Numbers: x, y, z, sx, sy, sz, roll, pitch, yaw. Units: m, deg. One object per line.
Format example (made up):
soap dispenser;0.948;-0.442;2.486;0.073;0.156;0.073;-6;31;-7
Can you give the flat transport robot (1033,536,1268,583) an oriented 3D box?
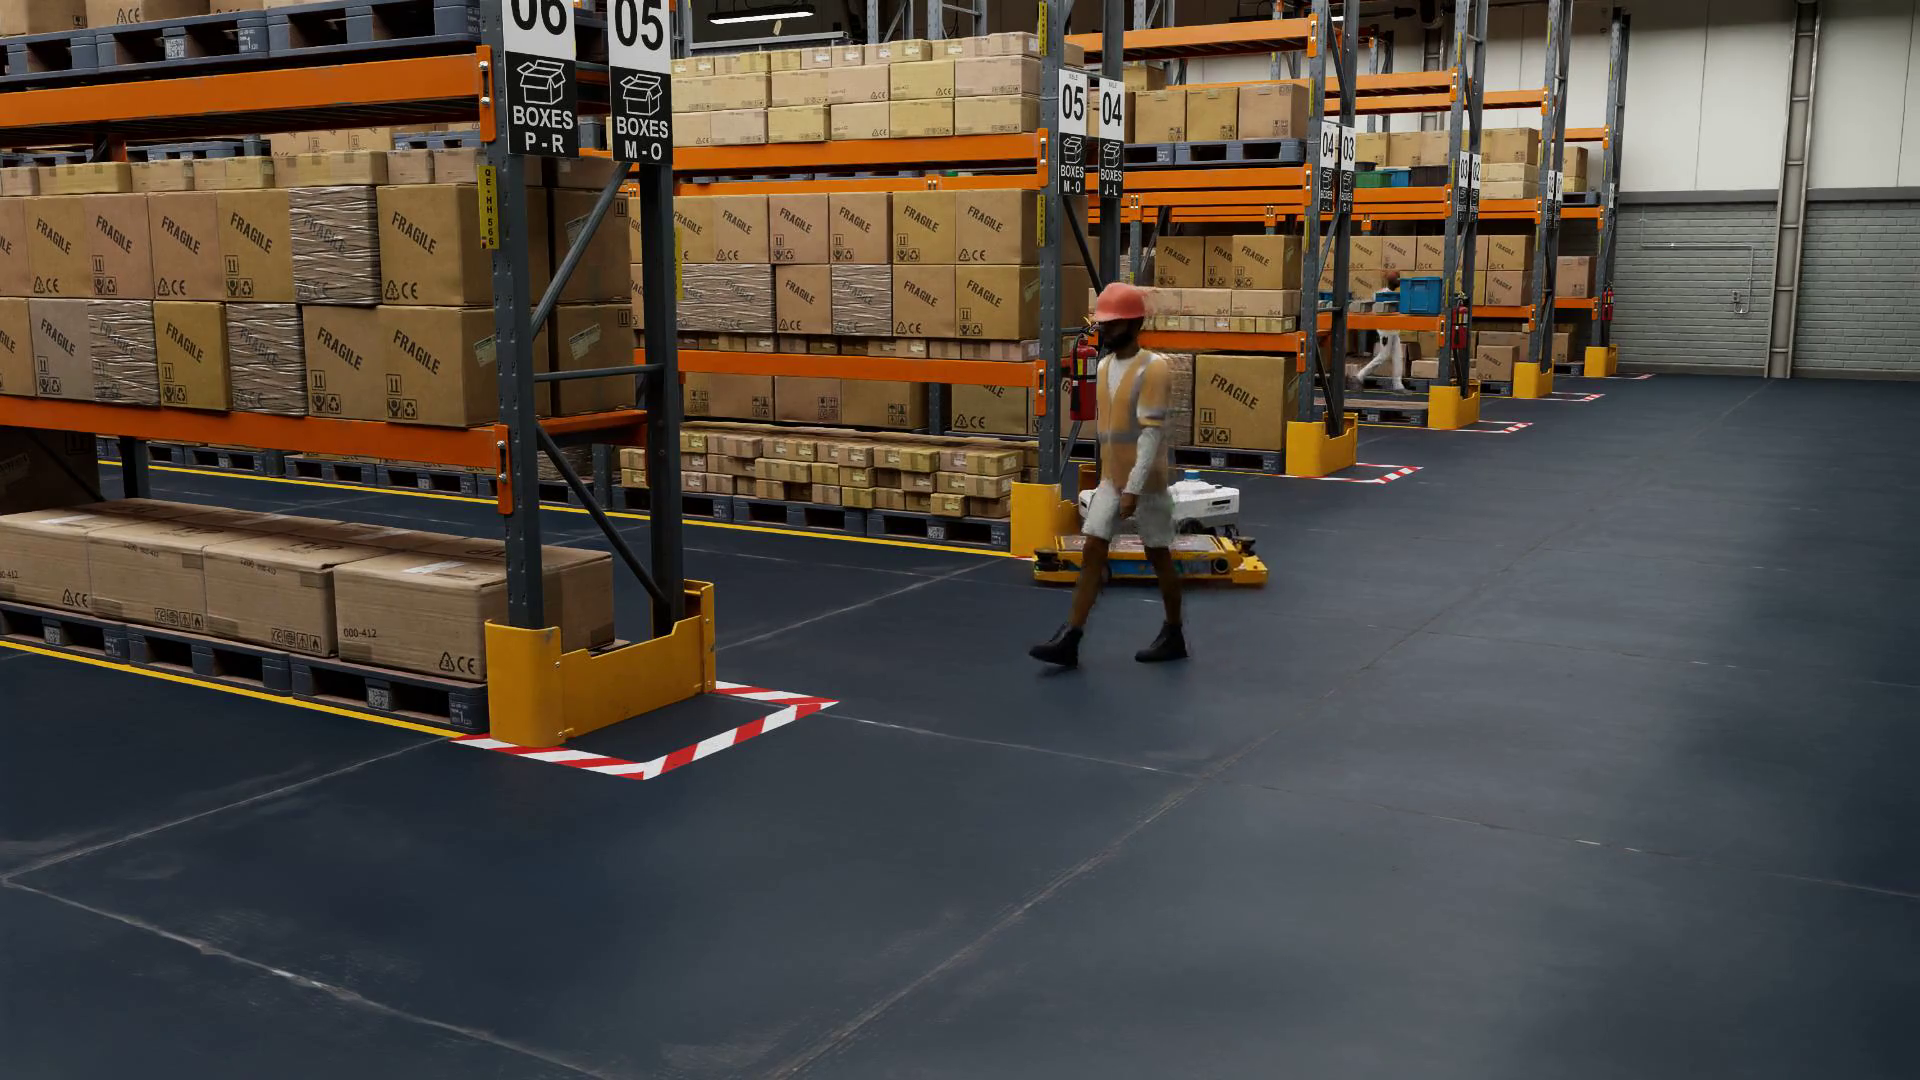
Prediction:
flat transport robot;1.180;0.111;10.507;1.431;0.197;0.652;0;10;1

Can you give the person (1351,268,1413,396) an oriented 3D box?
person;6.206;-3.035;24.300;0.834;1.858;0.584;6;11;31

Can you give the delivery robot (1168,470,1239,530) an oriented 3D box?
delivery robot;1.592;-0.238;11.444;0.707;0.478;0.477;-8;12;-38

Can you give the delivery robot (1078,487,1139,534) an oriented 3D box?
delivery robot;1.021;-0.195;11.197;0.477;0.478;0.707;-1;10;-7

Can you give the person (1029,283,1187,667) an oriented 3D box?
person;0.774;-0.293;8.120;0.951;1.890;0.556;-7;12;-36

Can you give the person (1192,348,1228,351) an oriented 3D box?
person;2.896;-2.342;19.929;0.949;1.951;0.657;4;11;24
